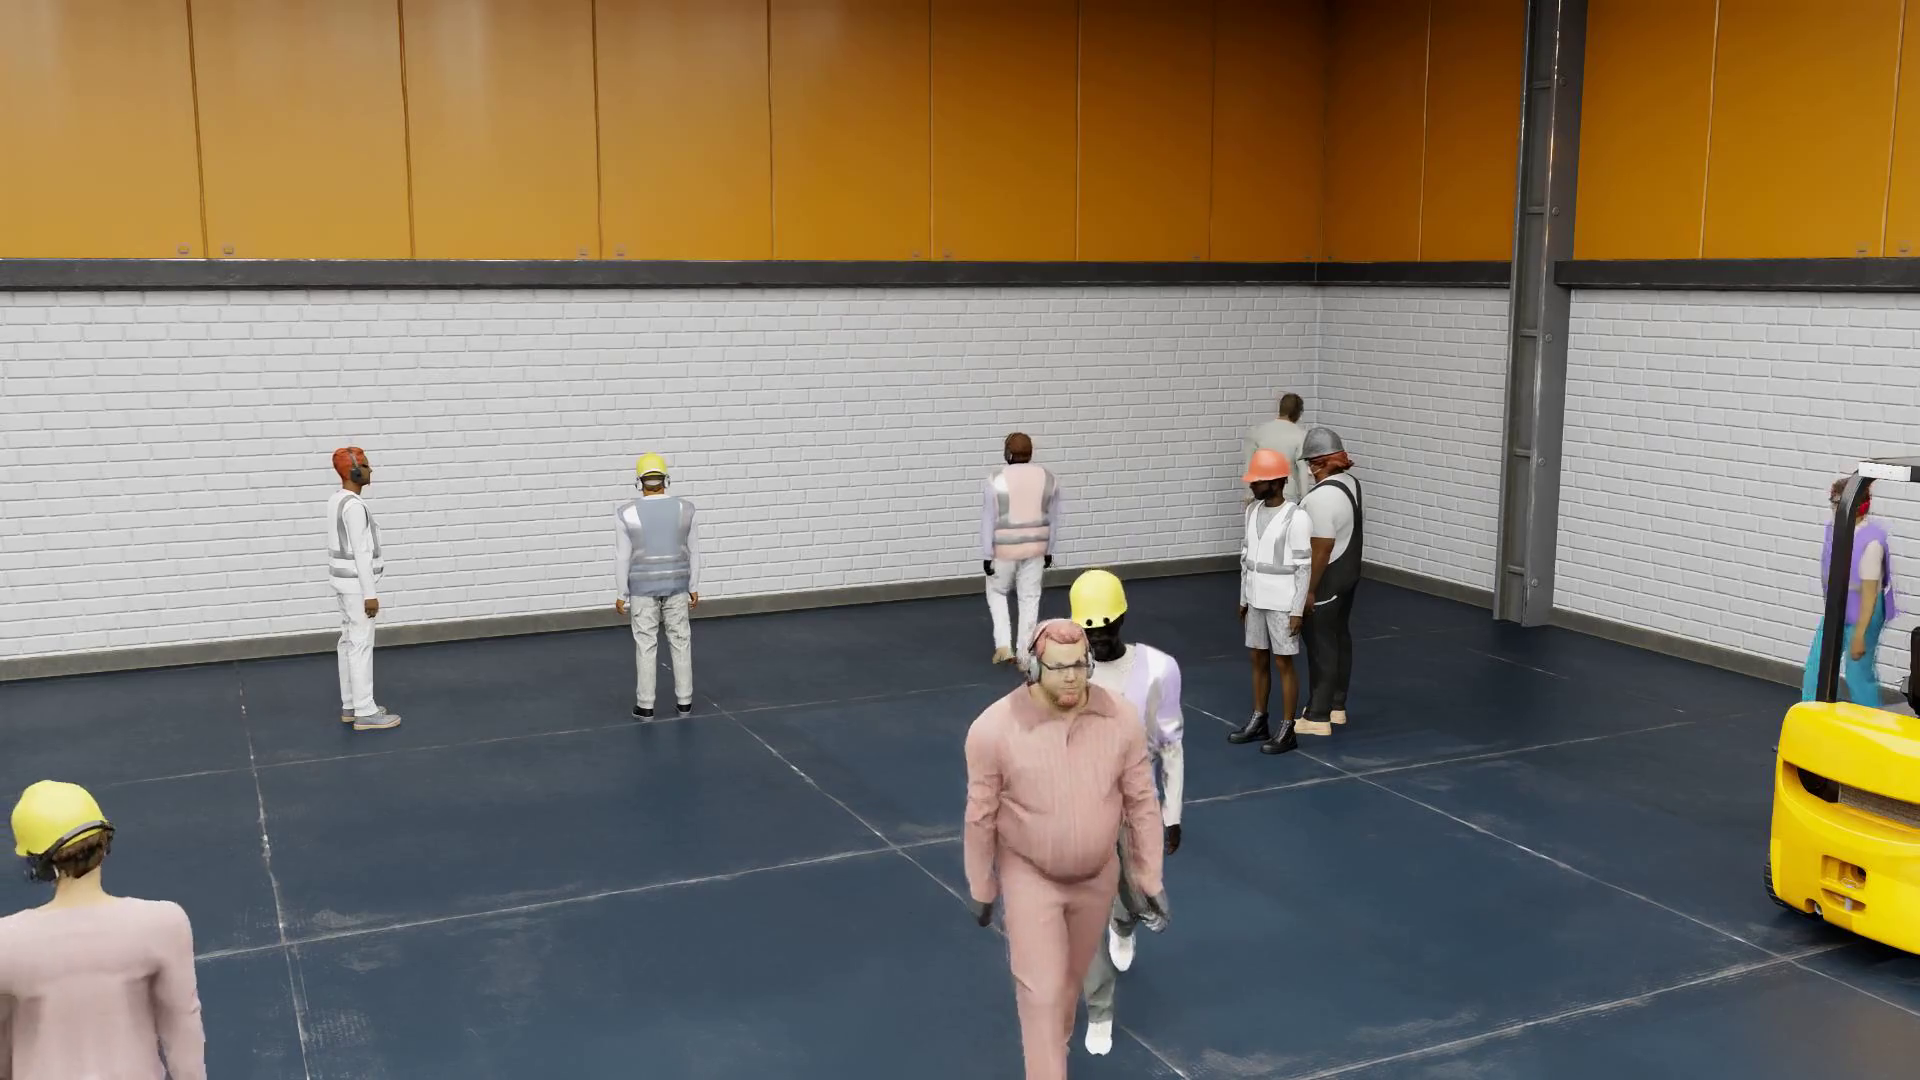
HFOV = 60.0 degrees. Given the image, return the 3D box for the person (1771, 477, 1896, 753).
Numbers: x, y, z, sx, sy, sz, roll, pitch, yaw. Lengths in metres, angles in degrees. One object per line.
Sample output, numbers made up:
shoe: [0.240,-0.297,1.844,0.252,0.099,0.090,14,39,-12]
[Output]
person: [5.390,0.506,10.165,0.788,1.797,0.598,0,9,-3]

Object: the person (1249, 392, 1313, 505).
person: [2.980,-0.402,15.500,0.681,1.925,0.383,9,13,43]

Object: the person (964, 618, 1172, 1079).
person: [0.390,1.199,5.685,0.650,1.864,0.950,-3,10,-19]

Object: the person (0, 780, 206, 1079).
person: [-2.262,1.466,4.383,0.543,1.753,0.455,-5,10,-29]

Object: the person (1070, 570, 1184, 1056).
person: [0.584,1.025,6.690,0.591,1.897,0.737,0,9,-2]

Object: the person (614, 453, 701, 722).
person: [-2.052,0.319,11.266,0.589,1.822,0.403,-4,10,-23]

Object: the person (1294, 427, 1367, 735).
person: [2.362,0.256,10.982,0.536,2.000,0.676,6,11,32]

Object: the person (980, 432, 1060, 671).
person: [0.441,0.087,12.696,0.643,1.825,0.486,-3,10,-16]

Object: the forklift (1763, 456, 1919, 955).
forklift: [4.857,0.731,7.561,2.313,2.155,1.214,-4,10,-25]

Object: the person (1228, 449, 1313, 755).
person: [1.949,0.387,10.505,0.373,1.930,0.552,-6,11,-32]

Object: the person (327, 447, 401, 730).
person: [-4.005,0.318,11.084,0.355,1.884,0.574,-6,11,-35]
